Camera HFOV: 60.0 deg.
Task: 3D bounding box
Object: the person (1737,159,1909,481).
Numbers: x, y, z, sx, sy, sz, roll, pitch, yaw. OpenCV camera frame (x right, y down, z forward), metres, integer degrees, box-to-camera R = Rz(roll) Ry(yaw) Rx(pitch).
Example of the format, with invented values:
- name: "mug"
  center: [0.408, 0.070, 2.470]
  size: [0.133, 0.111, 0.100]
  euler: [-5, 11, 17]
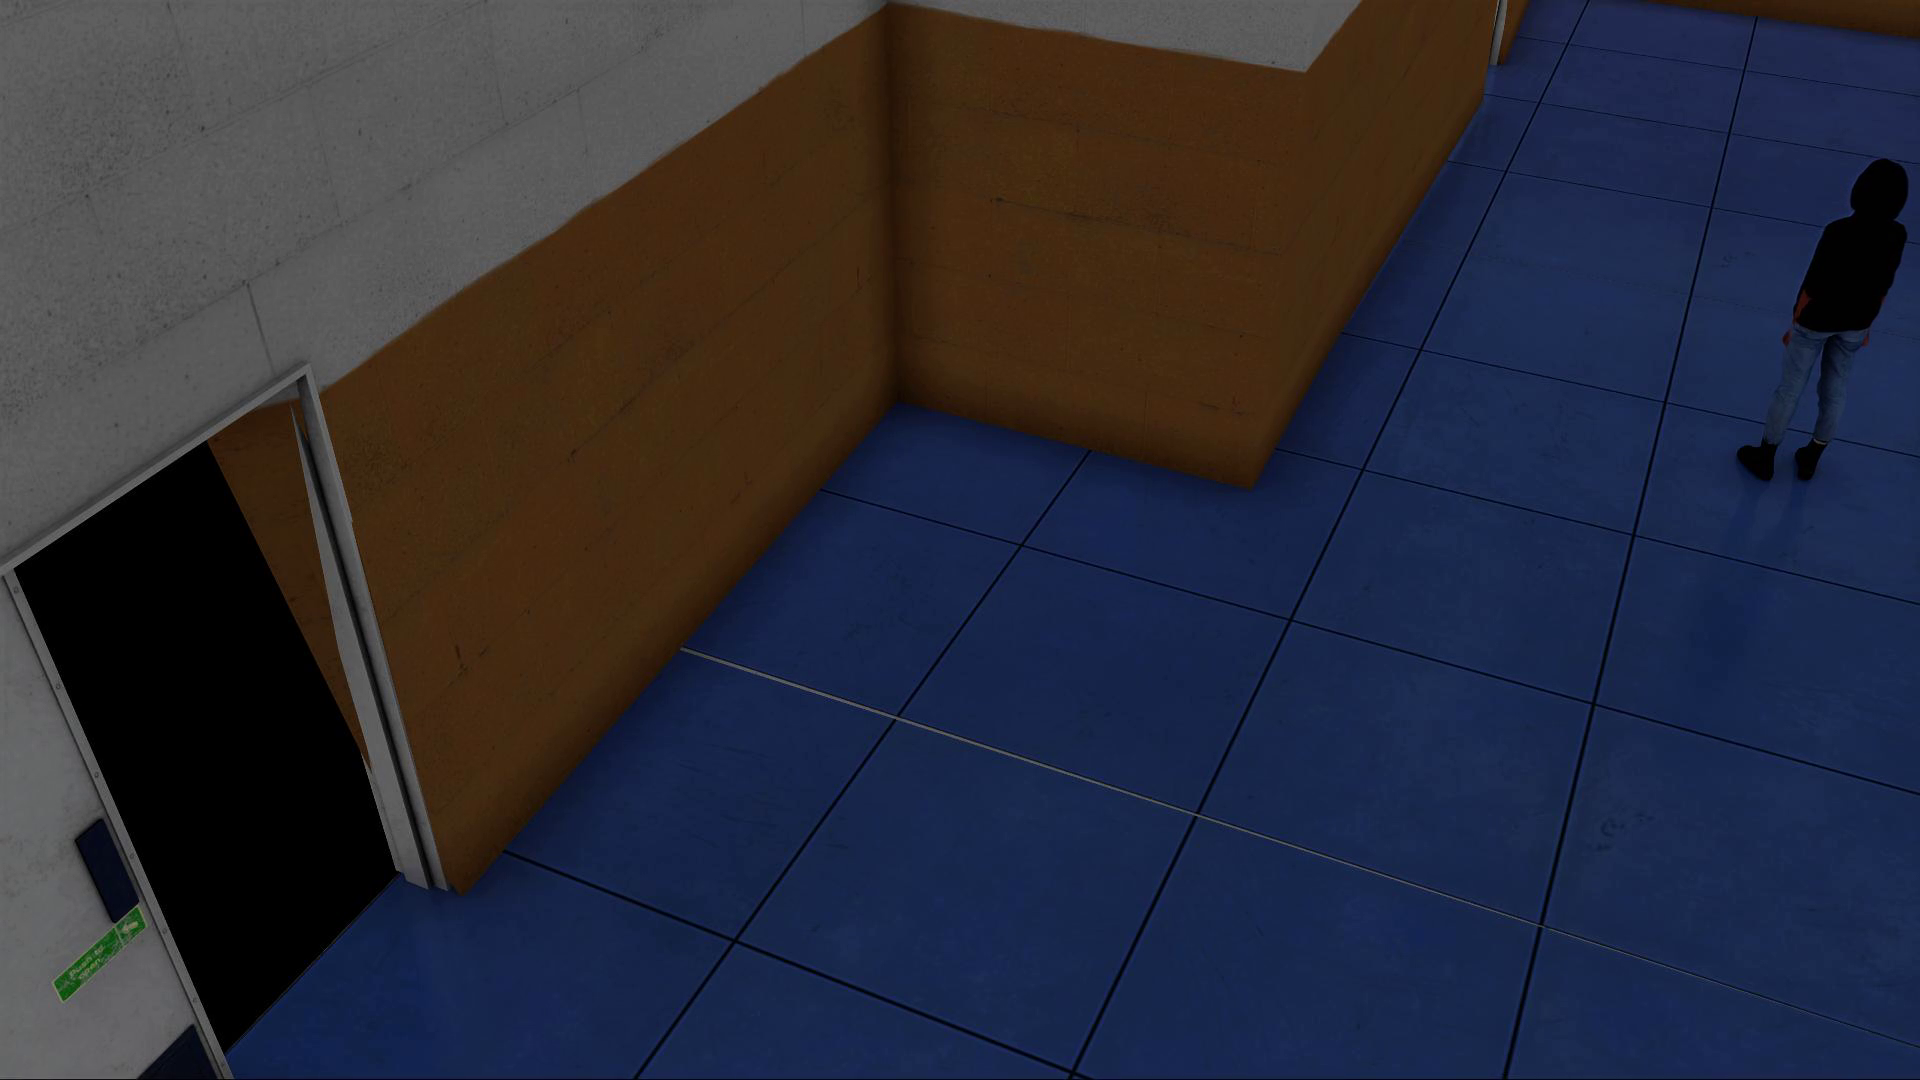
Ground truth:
- name: "person"
  center: [4.202, -1.036, 8.020]
  size: [0.586, 1.702, 0.697]
  euler: [2, 37, 3]
